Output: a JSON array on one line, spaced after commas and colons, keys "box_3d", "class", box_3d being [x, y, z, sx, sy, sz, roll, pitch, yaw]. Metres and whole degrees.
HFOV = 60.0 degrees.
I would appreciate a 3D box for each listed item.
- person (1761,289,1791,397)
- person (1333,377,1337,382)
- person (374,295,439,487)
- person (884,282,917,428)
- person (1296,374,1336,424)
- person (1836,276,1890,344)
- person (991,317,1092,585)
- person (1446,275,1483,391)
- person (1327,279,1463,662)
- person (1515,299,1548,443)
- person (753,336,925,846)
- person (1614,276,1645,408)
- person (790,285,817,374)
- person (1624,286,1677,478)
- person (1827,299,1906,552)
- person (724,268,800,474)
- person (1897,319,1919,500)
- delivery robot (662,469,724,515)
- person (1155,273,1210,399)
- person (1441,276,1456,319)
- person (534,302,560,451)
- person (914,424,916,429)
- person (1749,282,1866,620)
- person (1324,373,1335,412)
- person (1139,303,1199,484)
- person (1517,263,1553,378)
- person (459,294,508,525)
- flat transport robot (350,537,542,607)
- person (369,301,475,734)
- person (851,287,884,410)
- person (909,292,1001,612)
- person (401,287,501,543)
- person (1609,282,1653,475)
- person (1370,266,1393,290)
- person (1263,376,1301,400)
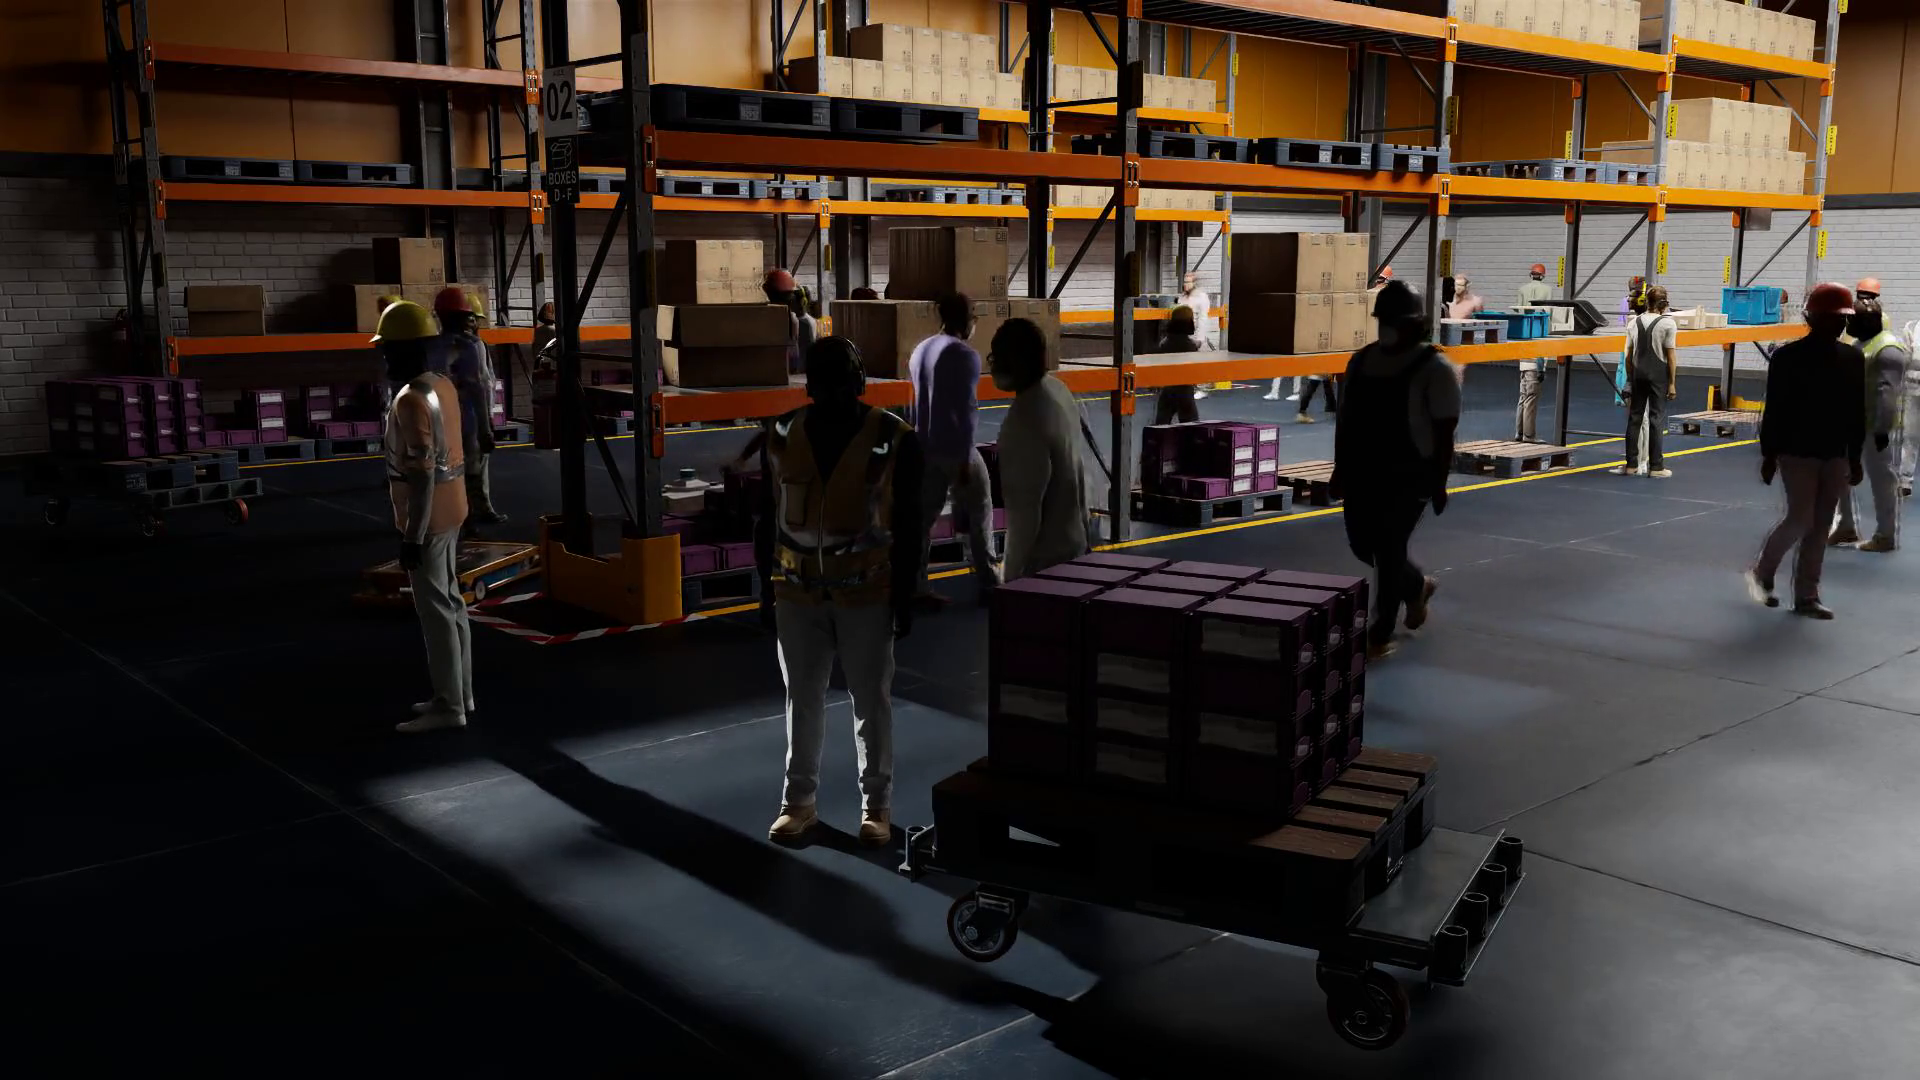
[{"box_3d": [12.333, -2.963, 25.070, 0.515, 1.636, 0.314, -9, 13, -43], "class": "person"}, {"box_3d": [6.386, -3.685, 28.120, 0.607, 2.040, 0.378, -8, 13, -40], "class": "person"}, {"box_3d": [-5.045, -1.361, 15.299, 0.666, 1.778, 0.415, -5, 11, -26], "class": "person"}, {"box_3d": [-0.541, -1.244, 14.122, 0.627, 1.940, 0.376, -7, 12, -37], "class": "person"}, {"box_3d": [4.658, -2.301, 21.133, 0.837, 1.653, 0.541, -1, 10, -6], "class": "person"}, {"box_3d": [9.287, -1.766, 17.242, 0.567, 1.914, 0.468, 7, 12, 36], "class": "person"}, {"box_3d": [0.366, 0.054, 6.665, 0.436, 1.893, 0.795, 3, 10, 19], "class": "person"}, {"box_3d": [6.936, -2.767, 23.301, 0.645, 1.853, 1.009, 7, 12, 34], "class": "person"}, {"box_3d": [2.352, -0.402, 8.895, 0.840, 2.000, 0.677, -7, 12, -34], "class": "person"}, {"box_3d": [6.545, -1.924, 18.981, 0.311, 1.638, 0.523, 0, 10, 1], "class": "person"}, {"box_3d": [-0.449, 0.189, 6.020, 0.627, 1.844, 0.429, 2, 10, 10], "class": "person"}, {"box_3d": [9.417, -2.784, 23.400, 0.391, 1.848, 0.563, 1, 10, 6], "class": "person"}, {"box_3d": [-1.594, -1.721, 17.229, 0.866, 1.839, 0.515, -3, 10, -19], "class": "person"}, {"box_3d": [6.633, -1.510, 15.972, 0.346, 1.840, 0.505, -8, 12, -38], "class": "person"}, {"box_3d": [6.501, -0.820, 11.992, 0.650, 1.809, 0.752, 0, 10, 1], "class": "person"}, {"box_3d": [-1.665, -1.323, 14.350, 0.662, 2.027, 0.618, -9, 13, -42], "class": "person"}, {"box_3d": [8.358, -1.254, 14.344, 0.355, 1.882, 0.576, -8, 13, -39], "class": "person"}, {"box_3d": [-2.004, -0.279, 12.241, 0.477, 0.478, 0.707, 7, 12, 37], "class": "delivery robot"}, {"box_3d": [3.319, -2.988, 24.518, 0.920, 1.864, 0.683, -7, 12, -36], "class": "person"}, {"box_3d": [5.458, -2.078, 19.065, 0.372, 1.916, 0.596, 2, 10, 12], "class": "person"}, {"box_3d": [-4.478, -1.787, 18.217, 0.498, 1.629, 0.276, 9, 13, 43], "class": "person"}, {"box_3d": [-0.545, -1.698, 16.871, 0.643, 1.909, 0.411, 2, 10, 10], "class": "person"}, {"box_3d": [5.021, -0.520, 9.783, 0.615, 1.981, 0.433, -2, 10, -13], "class": "person"}, {"box_3d": [5.182, -2.689, 22.580, 0.361, 1.940, 0.543, -5, 11, -28], "class": "person"}, {"box_3d": [1.973, -1.305, 15.183, 0.918, 1.699, 0.497, -9, 13, -41], "class": "person"}, {"box_3d": [10.021, -3.812, 28.993, 0.621, 1.992, 0.397, 6, 11, 32], "class": "person"}, {"box_3d": [-3.888, -1.034, 13.218, 0.586, 1.827, 0.404, 7, 12, 37], "class": "person"}, {"box_3d": [-3.183, 0.196, 10.559, 0.652, 0.197, 1.431, 2, 10, 12], "class": "flat transport robot"}, {"box_3d": [-2.404, -0.096, 7.436, 0.382, 1.924, 0.594, -1, 10, -4], "class": "person"}, {"box_3d": [-0.775, -1.054, 13.178, 0.357, 1.881, 0.574, -7, 12, -37], "class": "person"}, {"box_3d": [0.013, -0.532, 10.049, 0.883, 1.900, 0.655, -8, 13, -40], "class": "person"}, {"box_3d": [-3.554, -0.788, 11.513, 0.557, 1.919, 0.791, 8, 12, 39], "class": "person"}, {"box_3d": [6.586, -1.569, 16.210, 0.321, 1.876, 0.532, 8, 12, 37], "class": "person"}, {"box_3d": [6.124, -2.999, 24.231, 0.619, 1.992, 0.396, 8, 13, 40], "class": "person"}, {"box_3d": [4.749, -2.840, 24.398, 0.695, 1.604, 0.530, -6, 11, -31], "class": "person"}]
